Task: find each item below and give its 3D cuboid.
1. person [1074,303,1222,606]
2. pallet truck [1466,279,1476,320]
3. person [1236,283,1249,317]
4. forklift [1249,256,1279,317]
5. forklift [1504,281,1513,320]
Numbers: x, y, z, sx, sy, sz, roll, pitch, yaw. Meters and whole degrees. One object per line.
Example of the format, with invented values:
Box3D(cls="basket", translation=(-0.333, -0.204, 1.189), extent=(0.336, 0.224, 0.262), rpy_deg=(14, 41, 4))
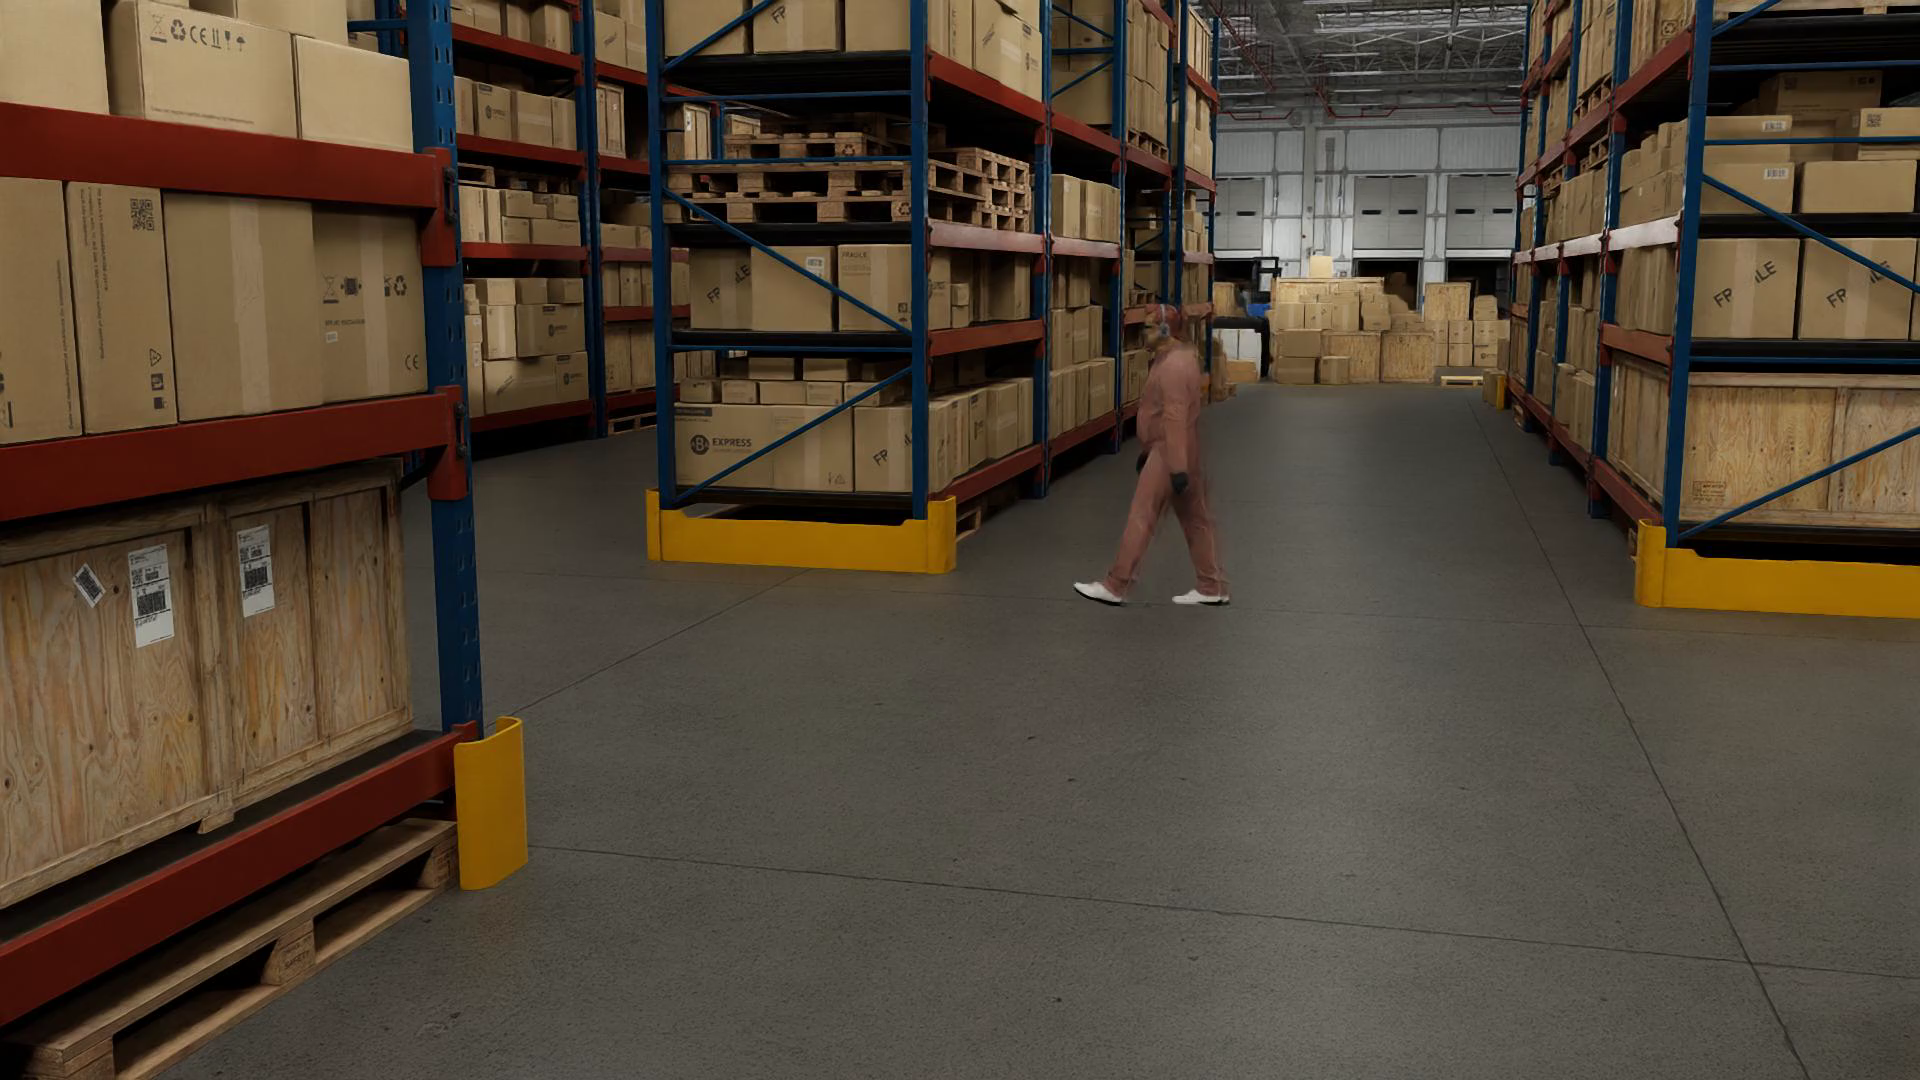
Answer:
Box3D(cls="person", translation=(1.186, -0.507, 10.229), extent=(0.957, 1.864, 0.667), rpy_deg=(2, 9, 15))
Box3D(cls="pallet truck", translation=(18.896, -8.459, 60.307), extent=(1.885, 1.965, 0.823), rpy_deg=(5, 10, 31))
Box3D(cls="person", translation=(8.947, -7.162, 52.461), extent=(1.057, 1.891, 0.625), rpy_deg=(0, 9, 3))
Box3D(cls="forklift", translation=(11.325, -9.117, 61.693), extent=(1.129, 2.768, 1.873), rpy_deg=(2, 9, 15))
Box3D(cls="forklift", translation=(15.538, -6.564, 45.477), extent=(1.129, 2.768, 1.873), rpy_deg=(2, 9, 11))
